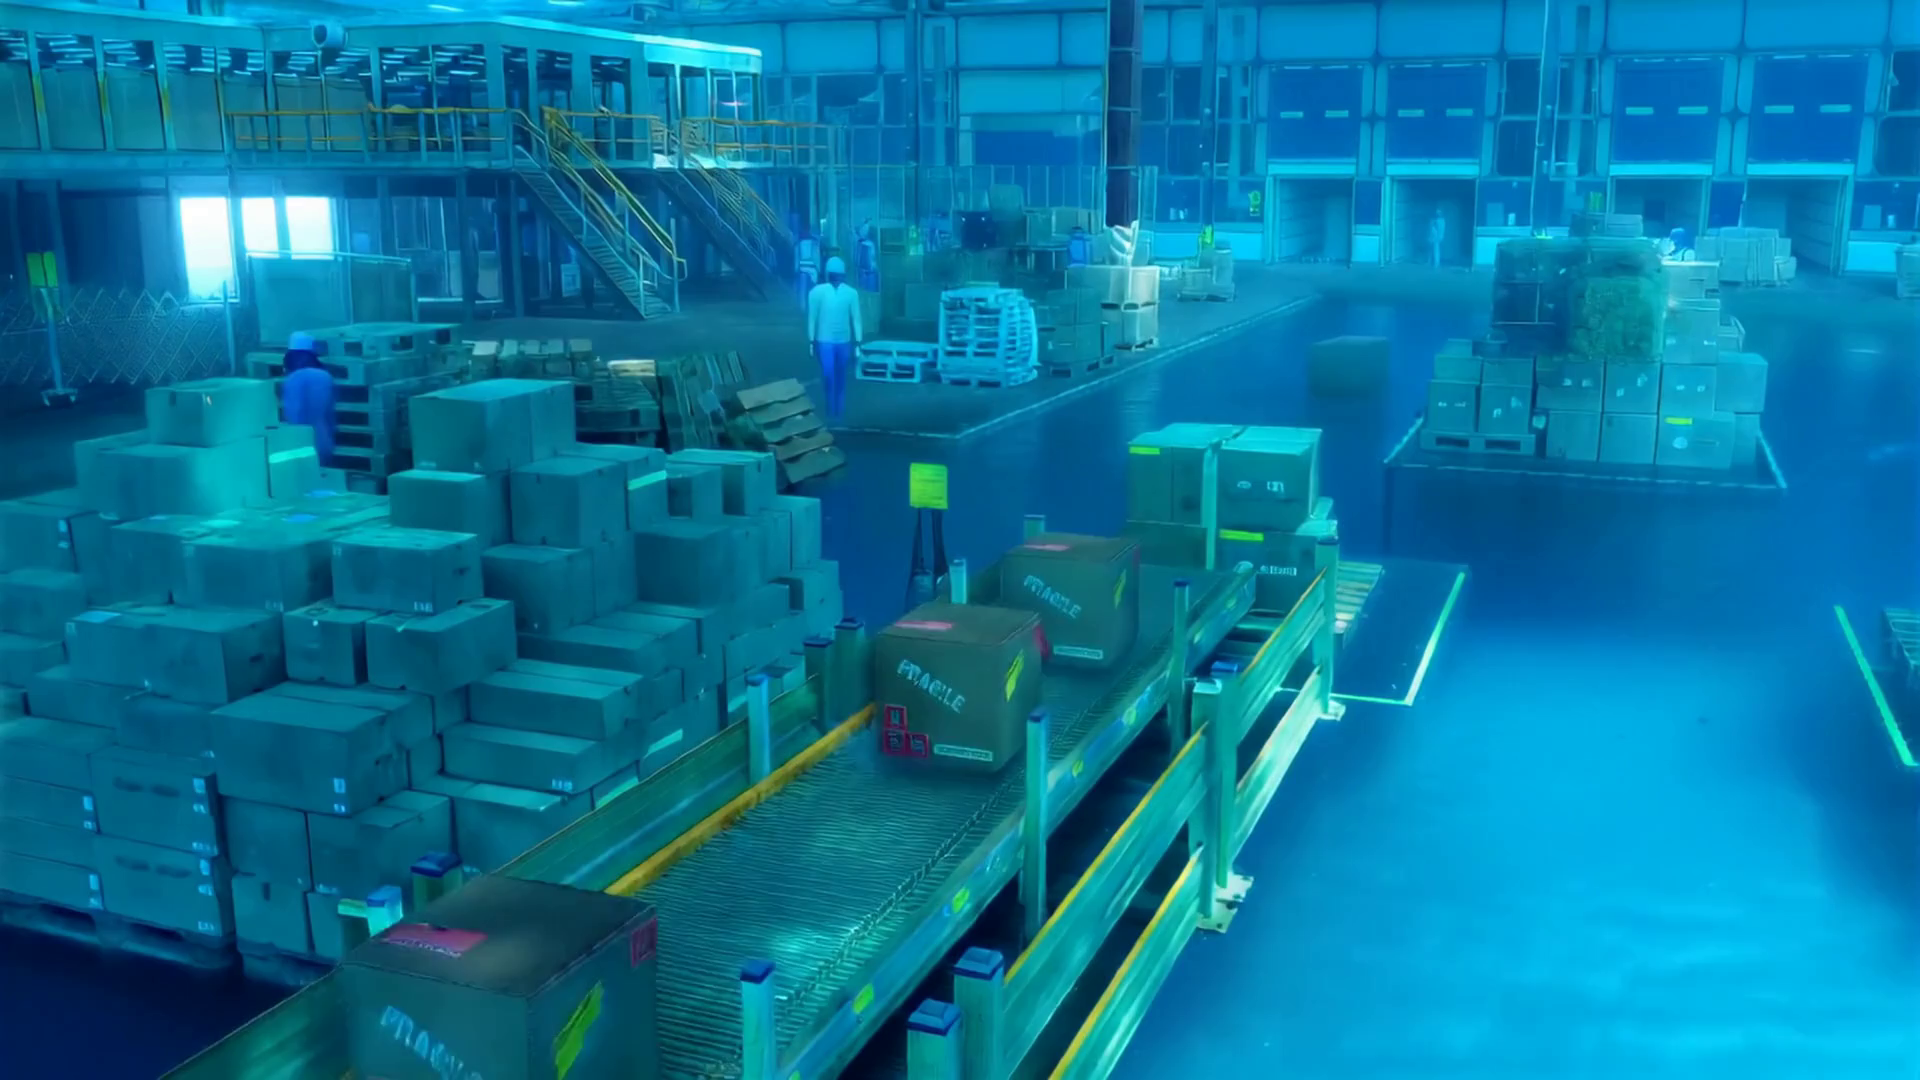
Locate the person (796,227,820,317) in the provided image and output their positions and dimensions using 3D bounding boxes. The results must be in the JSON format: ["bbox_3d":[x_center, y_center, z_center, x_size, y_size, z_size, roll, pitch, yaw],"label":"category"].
[{"bbox_3d":[-3.127,-5.569,34.510,0.601,1.832,0.967,4,13,16],"label":"person"}]

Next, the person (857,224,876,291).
[{"bbox_3d":[-1.913,-5.468,33.914,0.396,1.911,0.587,1,13,3],"label":"person"}]

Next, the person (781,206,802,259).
[{"bbox_3d":[-5.637,-10.402,56.290,0.897,1.809,0.623,3,13,14],"label":"person"}]

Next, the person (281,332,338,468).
[{"bbox_3d":[-5.197,-0.808,13.410,0.503,1.720,0.495,7,14,29],"label":"person"}]

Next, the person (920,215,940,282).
[{"bbox_3d":[-0.645,-7.320,42.320,0.757,1.860,0.609,-3,13,-13],"label":"person"}]

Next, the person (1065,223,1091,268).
[{"bbox_3d":[2.373,-5.435,33.705,0.551,1.932,0.378,-2,13,-10],"label":"person"}]

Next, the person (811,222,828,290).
[{"bbox_3d":[-3.175,-6.193,37.308,0.506,1.846,0.346,4,13,19],"label":"person"}]

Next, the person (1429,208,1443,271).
[{"bbox_3d":[14.234,-8.963,49.665,0.324,1.876,0.526,5,13,20],"label":"person"}]

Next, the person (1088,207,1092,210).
[{"bbox_3d":[3.739,-8.623,47.975,0.388,1.947,0.615,-7,15,-30],"label":"person"}]

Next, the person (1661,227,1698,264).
[{"bbox_3d":[12.286,-4.375,28.709,0.536,2.000,0.688,-7,14,-28],"label":"person"}]

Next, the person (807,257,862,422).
[{"bbox_3d":[-1.480,-2.390,19.946,0.654,1.974,0.622,-4,13,-15],"label":"person"}]
